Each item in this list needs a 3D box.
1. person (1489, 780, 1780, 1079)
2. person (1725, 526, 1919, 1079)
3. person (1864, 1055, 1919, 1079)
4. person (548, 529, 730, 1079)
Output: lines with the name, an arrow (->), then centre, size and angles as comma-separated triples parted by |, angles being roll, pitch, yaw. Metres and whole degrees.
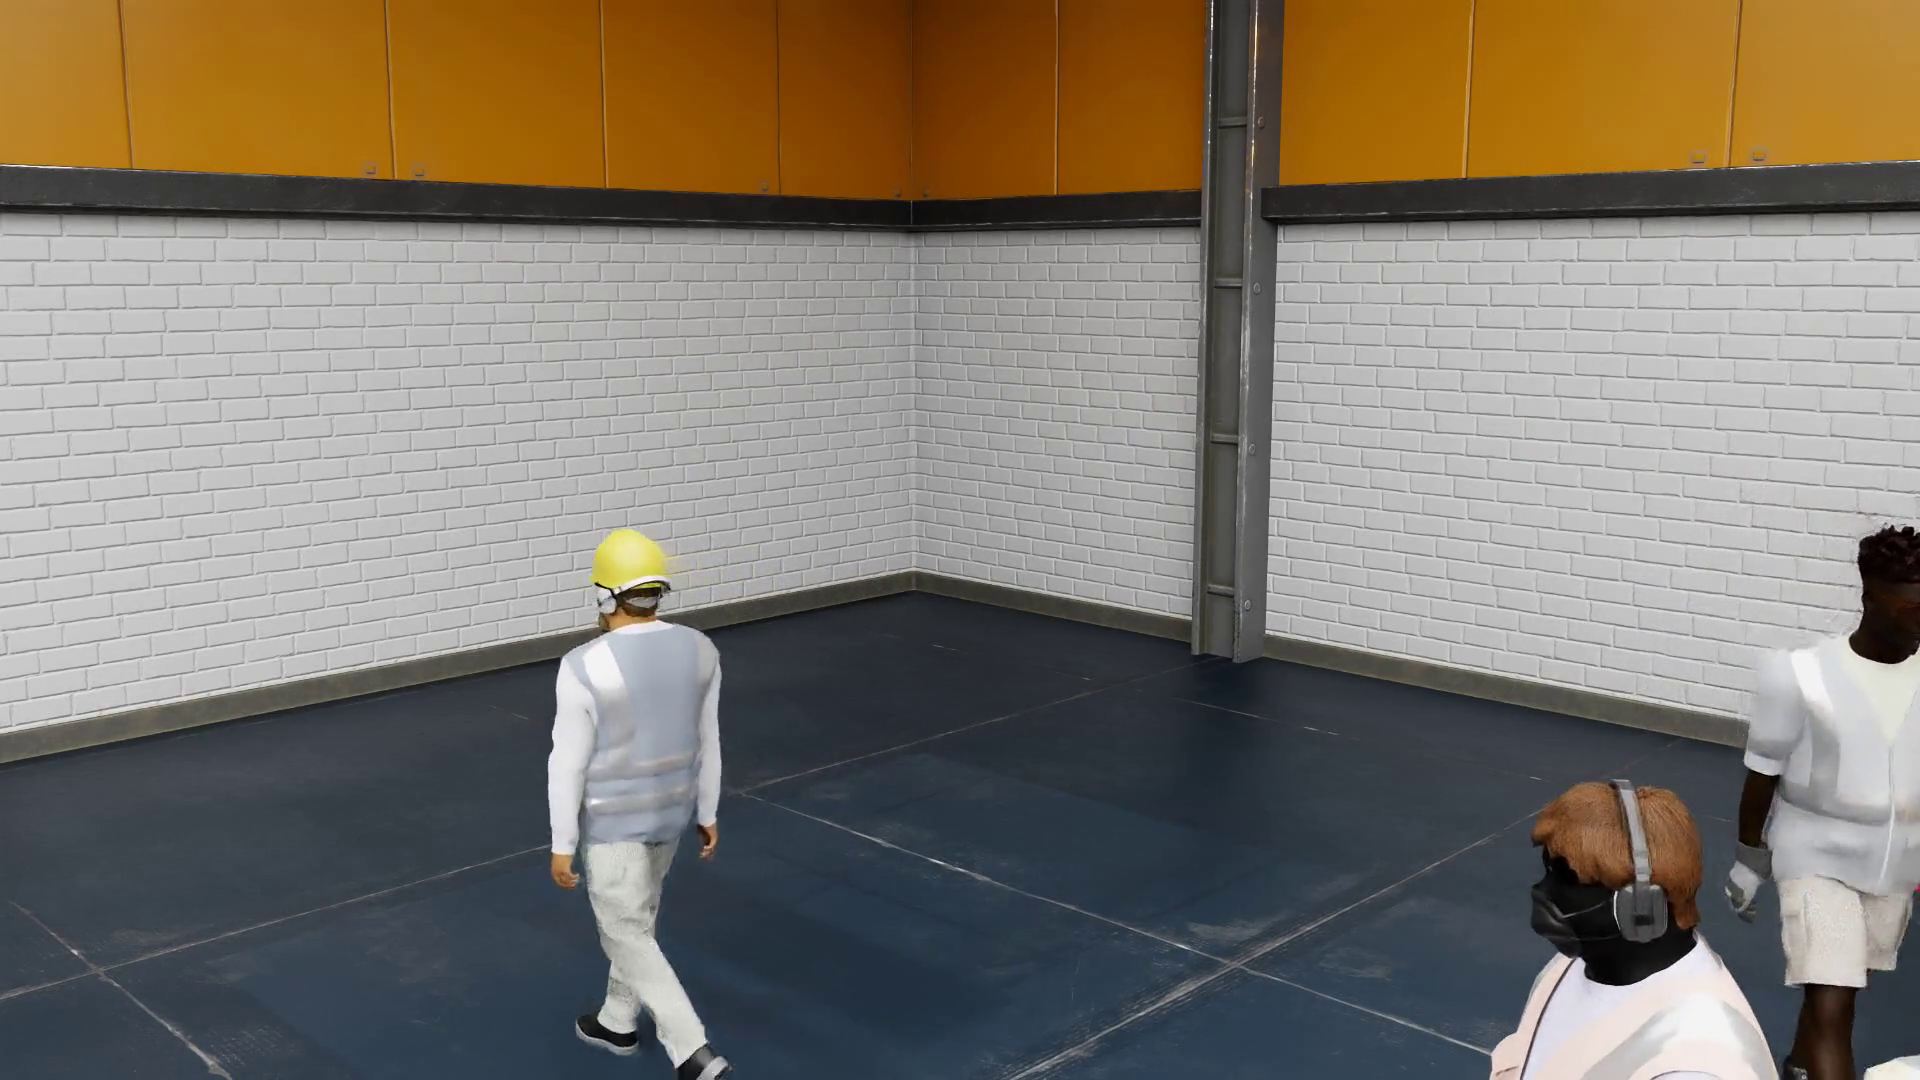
person -> 1.015, 1.270, 2.639 | 0.429, 1.839, 0.633 | 1, 9, 6
person -> 2.513, 0.918, 4.566 | 0.612, 1.908, 1.010 | 0, 9, 0
person -> 1.584, 1.306, 2.594 | 0.613, 1.778, 0.934 | 0, 9, -1
person -> -0.997, 0.864, 5.252 | 0.834, 1.803, 0.599 | 8, 12, 41
